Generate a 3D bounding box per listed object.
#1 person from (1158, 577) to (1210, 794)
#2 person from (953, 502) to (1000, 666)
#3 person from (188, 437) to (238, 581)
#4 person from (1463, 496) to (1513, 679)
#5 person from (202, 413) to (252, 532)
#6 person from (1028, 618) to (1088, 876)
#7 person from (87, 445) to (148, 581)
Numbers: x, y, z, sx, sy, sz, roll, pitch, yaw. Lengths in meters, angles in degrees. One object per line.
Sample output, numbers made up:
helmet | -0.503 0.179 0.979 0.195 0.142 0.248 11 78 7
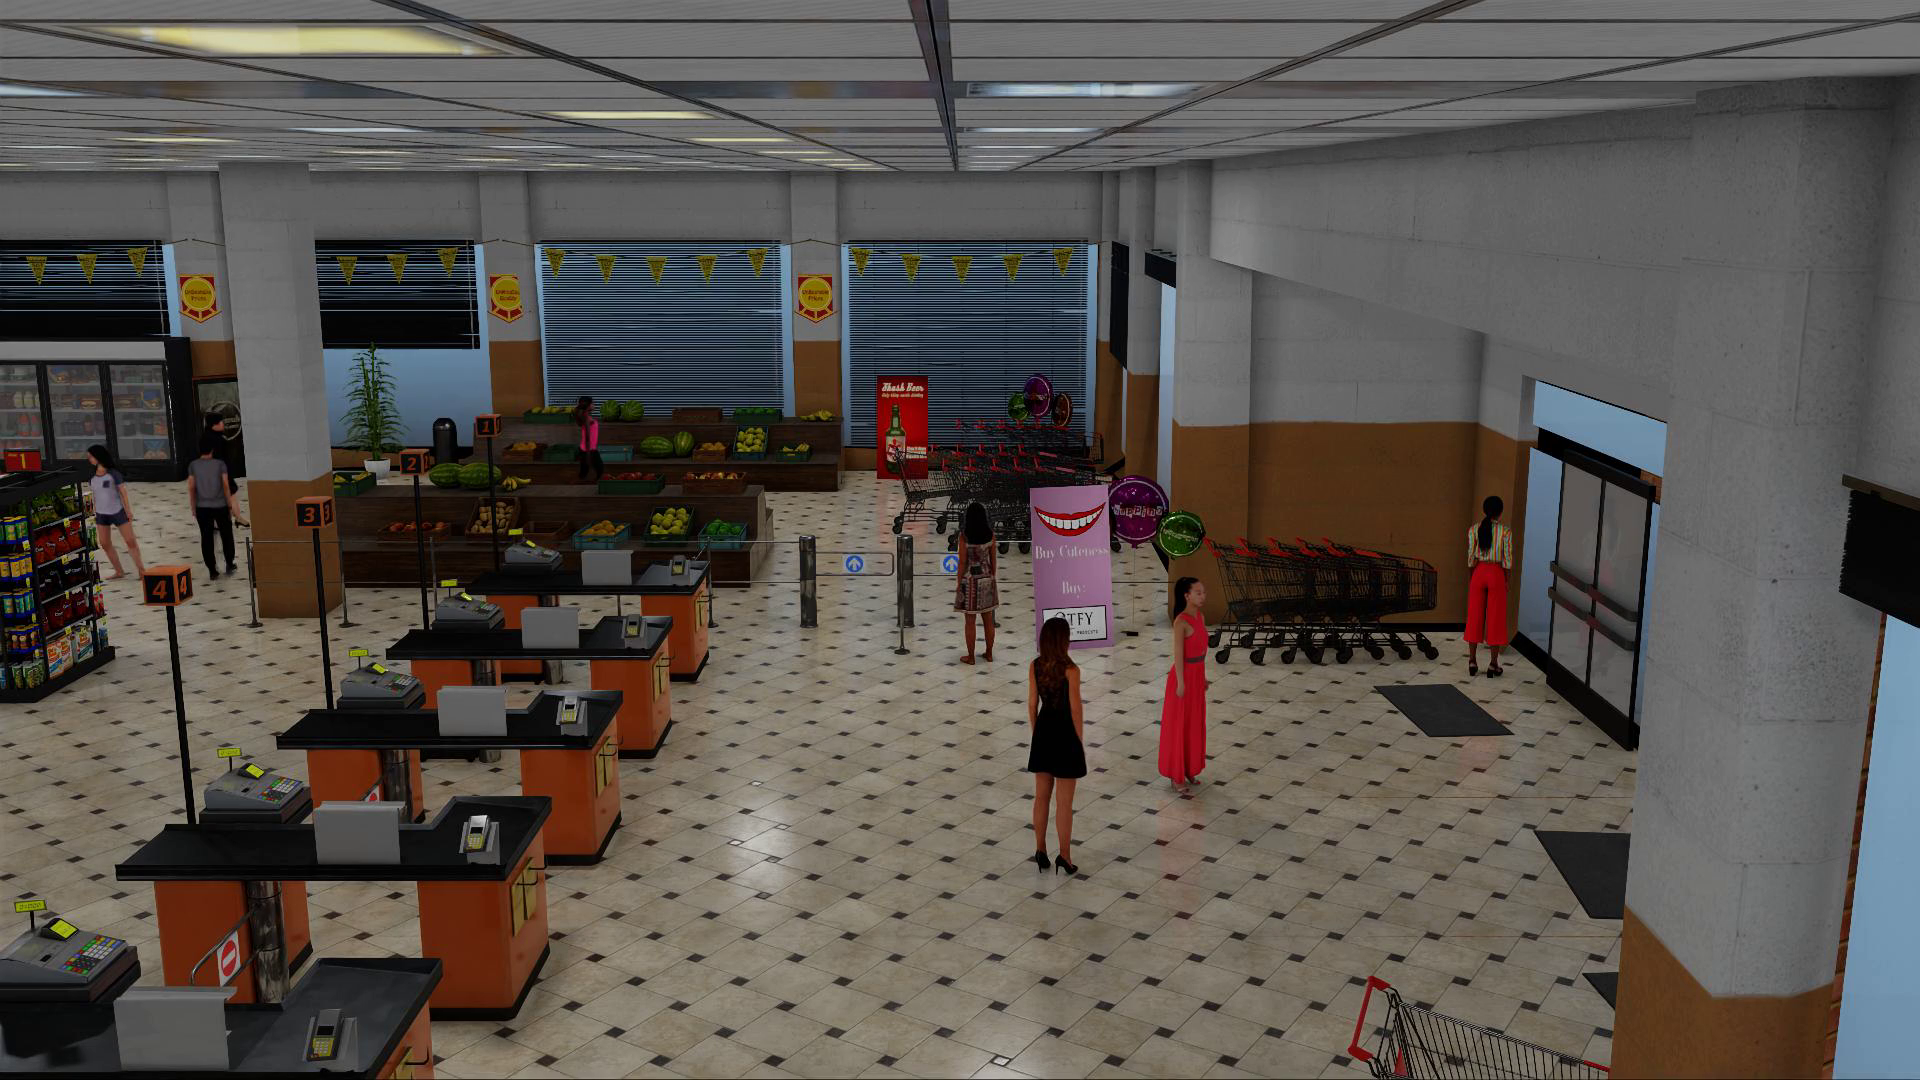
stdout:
person | 1.803 1.133 13.202 0.754 1.727 0.716 9 15 36
person | 0.164 0.427 16.754 0.640 1.644 0.785 -6 13 -27
person | -9.159 -0.376 20.336 0.857 1.741 0.840 -3 12 -16
person | 5.172 0.448 16.293 0.636 1.792 0.741 7 14 31
person | -10.406 -0.913 23.097 1.038 1.653 0.961 -9 15 -38
person | 0.658 1.430 11.532 0.641 1.834 0.733 8 14 35
person | -10.278 -0.321 20.244 0.554 1.671 0.853 -1 12 -3
